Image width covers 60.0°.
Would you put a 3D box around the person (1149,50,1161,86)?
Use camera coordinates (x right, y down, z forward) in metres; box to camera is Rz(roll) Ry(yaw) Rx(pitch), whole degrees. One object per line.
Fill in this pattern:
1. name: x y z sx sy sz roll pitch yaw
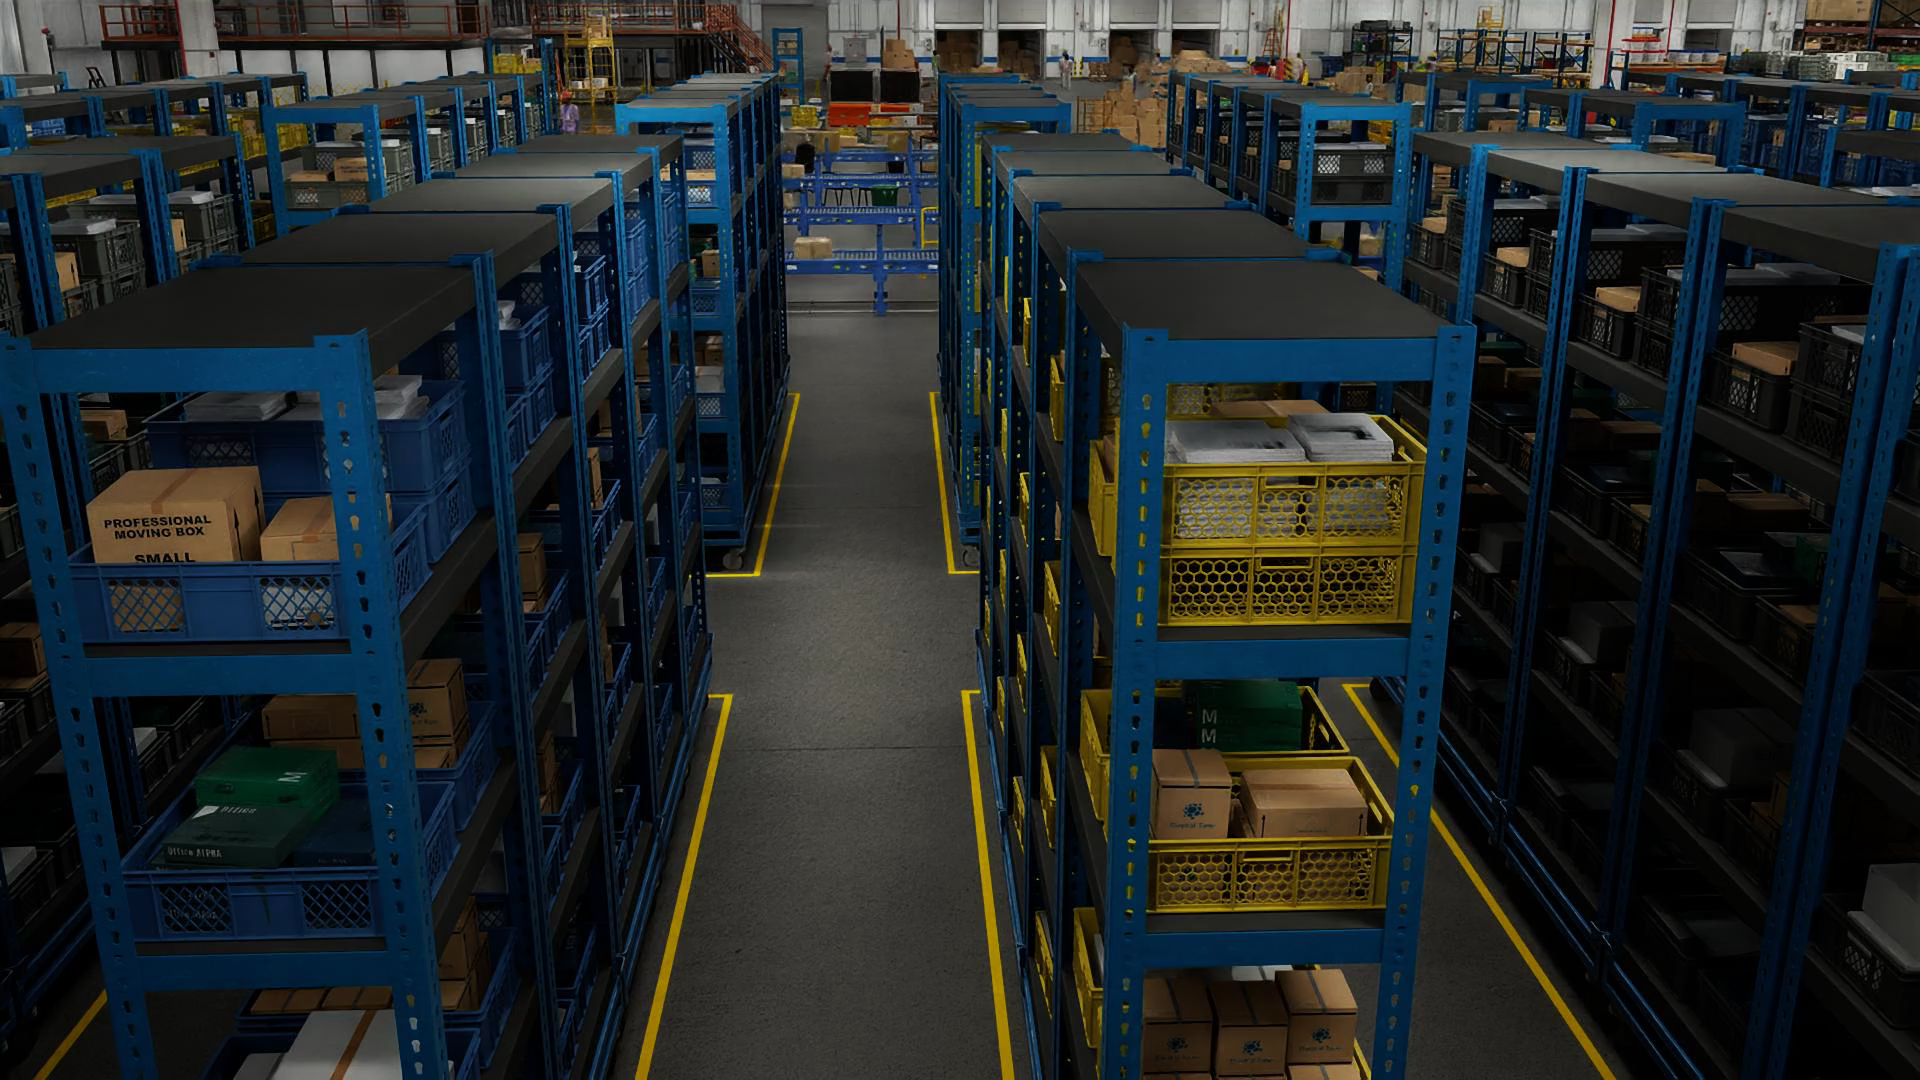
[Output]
1. person: 10.403 -25.019 88.237 0.587 1.911 0.608 7 19 21

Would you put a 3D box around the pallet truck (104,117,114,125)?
1. pallet truck: -18.367 -7.885 35.078 1.885 1.965 0.823 1 18 2

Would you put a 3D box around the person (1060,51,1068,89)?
1. person: 5.367 -24.145 85.509 0.605 1.933 0.476 15 23 38

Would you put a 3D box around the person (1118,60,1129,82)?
1. person: 7.643 -21.689 78.236 0.701 1.720 0.501 16 24 40

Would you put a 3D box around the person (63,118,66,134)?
1. person: -22.975 -10.166 42.281 0.643 1.908 0.411 -9 20 -25

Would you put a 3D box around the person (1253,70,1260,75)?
1. person: 10.817 -16.303 61.249 0.485 1.924 0.555 10 20 27

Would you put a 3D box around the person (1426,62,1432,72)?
1. person: 20.209 -19.688 71.856 0.346 1.840 0.505 7 19 20

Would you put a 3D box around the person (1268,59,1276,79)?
1. person: 15.095 -22.404 80.505 0.534 1.692 0.321 -16 24 -40

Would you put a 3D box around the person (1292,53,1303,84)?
1. person: 16.932 -23.318 82.970 0.828 1.909 0.644 -10 21 -29

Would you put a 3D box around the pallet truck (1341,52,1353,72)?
1. pallet truck: 18.794 -23.123 82.231 0.823 1.965 1.885 -13 22 -35

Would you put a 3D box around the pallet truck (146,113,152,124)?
1. pallet truck: -18.087 -8.309 36.390 1.885 1.965 0.823 -1 18 -4

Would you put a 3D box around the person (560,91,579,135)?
1. person: -10.522 -11.044 44.779 0.605 2.045 0.377 9 20 26

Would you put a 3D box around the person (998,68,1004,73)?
1. person: 1.583 -17.072 63.622 0.407 1.922 0.585 -6 19 -19

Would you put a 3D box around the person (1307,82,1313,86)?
1. person: 11.941 -14.847 57.113 0.320 1.694 0.533 5 19 16

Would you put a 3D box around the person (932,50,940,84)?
1. person: -1.315 -26.050 91.567 0.429 1.829 0.640 -10 20 -27

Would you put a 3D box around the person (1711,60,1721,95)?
1. person: 33.818 -20.537 74.484 0.964 1.848 0.572 -1 18 -4

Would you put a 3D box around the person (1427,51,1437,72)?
1. person: 24.778 -24.721 87.343 0.964 1.888 0.561 0 18 0

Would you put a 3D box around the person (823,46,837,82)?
1. person: -7.366 -26.789 93.638 0.844 1.964 0.634 -6 19 -18

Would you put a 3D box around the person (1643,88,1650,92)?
1. person: 21.415 -13.200 51.939 0.405 1.750 0.547 -4 18 -12

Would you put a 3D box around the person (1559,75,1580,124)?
1. person: 20.125 -14.324 54.934 0.678 2.000 0.537 10 20 28

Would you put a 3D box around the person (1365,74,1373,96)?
1. person: 14.565 -15.703 59.469 0.328 1.877 0.513 -1 18 -2

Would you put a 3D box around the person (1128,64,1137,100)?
1. person: 6.969 -18.312 67.469 0.391 1.920 0.587 -9 20 -26

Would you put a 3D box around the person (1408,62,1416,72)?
1. person: 19.743 -19.920 72.590 0.717 1.839 0.581 -4 18 -12

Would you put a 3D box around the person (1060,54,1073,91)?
1. person: 5.364 -23.561 83.837 0.637 1.842 0.429 6 19 17

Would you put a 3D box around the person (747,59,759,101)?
1. person: -9.284 -20.648 74.753 0.578 1.882 0.346 3 18 8

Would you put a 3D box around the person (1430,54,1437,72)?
1. person: 23.426 -23.109 82.386 0.615 1.868 1.005 -15 23 -38

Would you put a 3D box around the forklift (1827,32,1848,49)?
1. forklift: 46.023 -25.321 87.619 1.129 2.768 1.873 -1 18 -2
